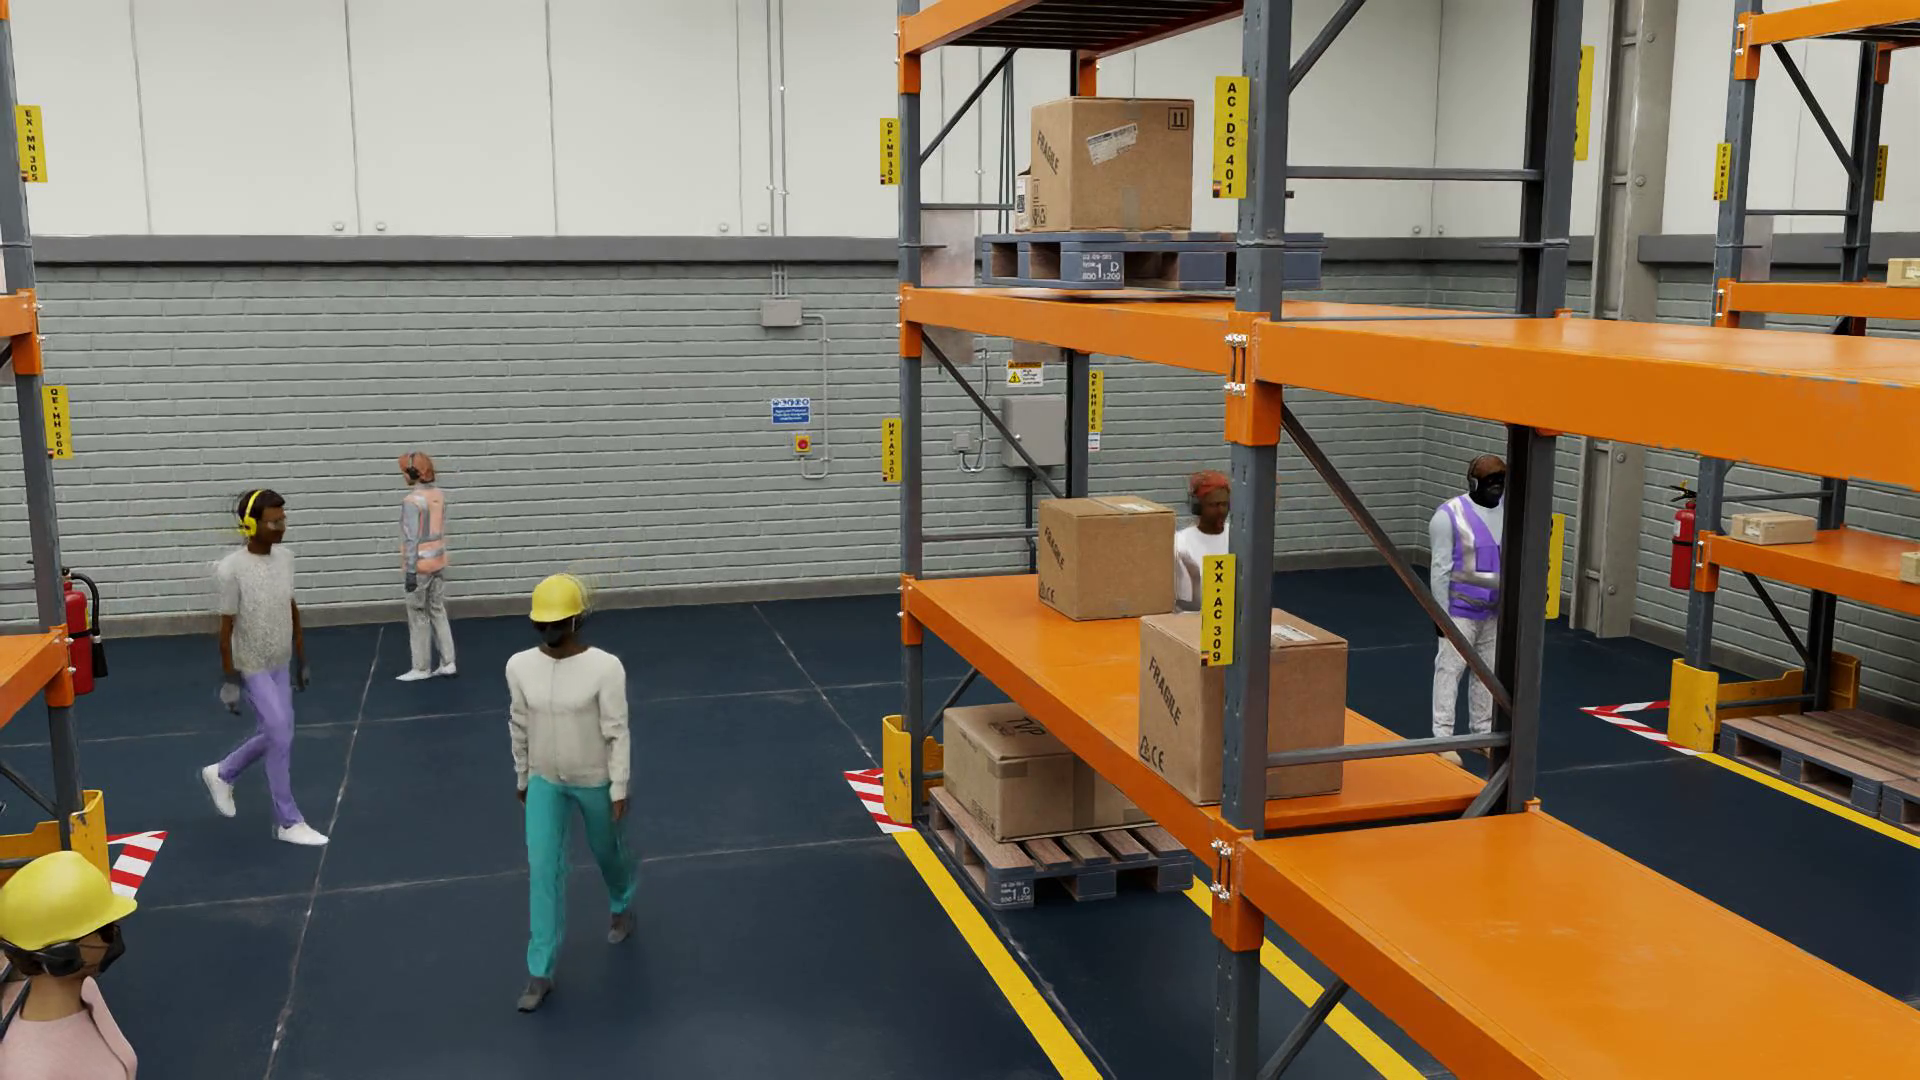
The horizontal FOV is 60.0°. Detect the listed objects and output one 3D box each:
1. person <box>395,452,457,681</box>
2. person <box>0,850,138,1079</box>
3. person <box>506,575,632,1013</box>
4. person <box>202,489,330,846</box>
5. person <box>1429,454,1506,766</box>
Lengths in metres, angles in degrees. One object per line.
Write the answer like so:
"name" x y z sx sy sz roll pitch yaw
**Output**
"person" -3.762 0.193 11.648 0.382 1.638 0.530 1 10 7
"person" -1.897 1.531 3.619 0.297 1.772 0.533 -3 11 -19
"person" -1.613 0.972 6.947 0.535 1.718 0.933 1 10 5
"person" -3.615 0.640 8.510 0.759 1.844 0.525 3 11 19
"person" 3.058 0.410 9.805 0.623 1.845 0.430 -3 10 -17
